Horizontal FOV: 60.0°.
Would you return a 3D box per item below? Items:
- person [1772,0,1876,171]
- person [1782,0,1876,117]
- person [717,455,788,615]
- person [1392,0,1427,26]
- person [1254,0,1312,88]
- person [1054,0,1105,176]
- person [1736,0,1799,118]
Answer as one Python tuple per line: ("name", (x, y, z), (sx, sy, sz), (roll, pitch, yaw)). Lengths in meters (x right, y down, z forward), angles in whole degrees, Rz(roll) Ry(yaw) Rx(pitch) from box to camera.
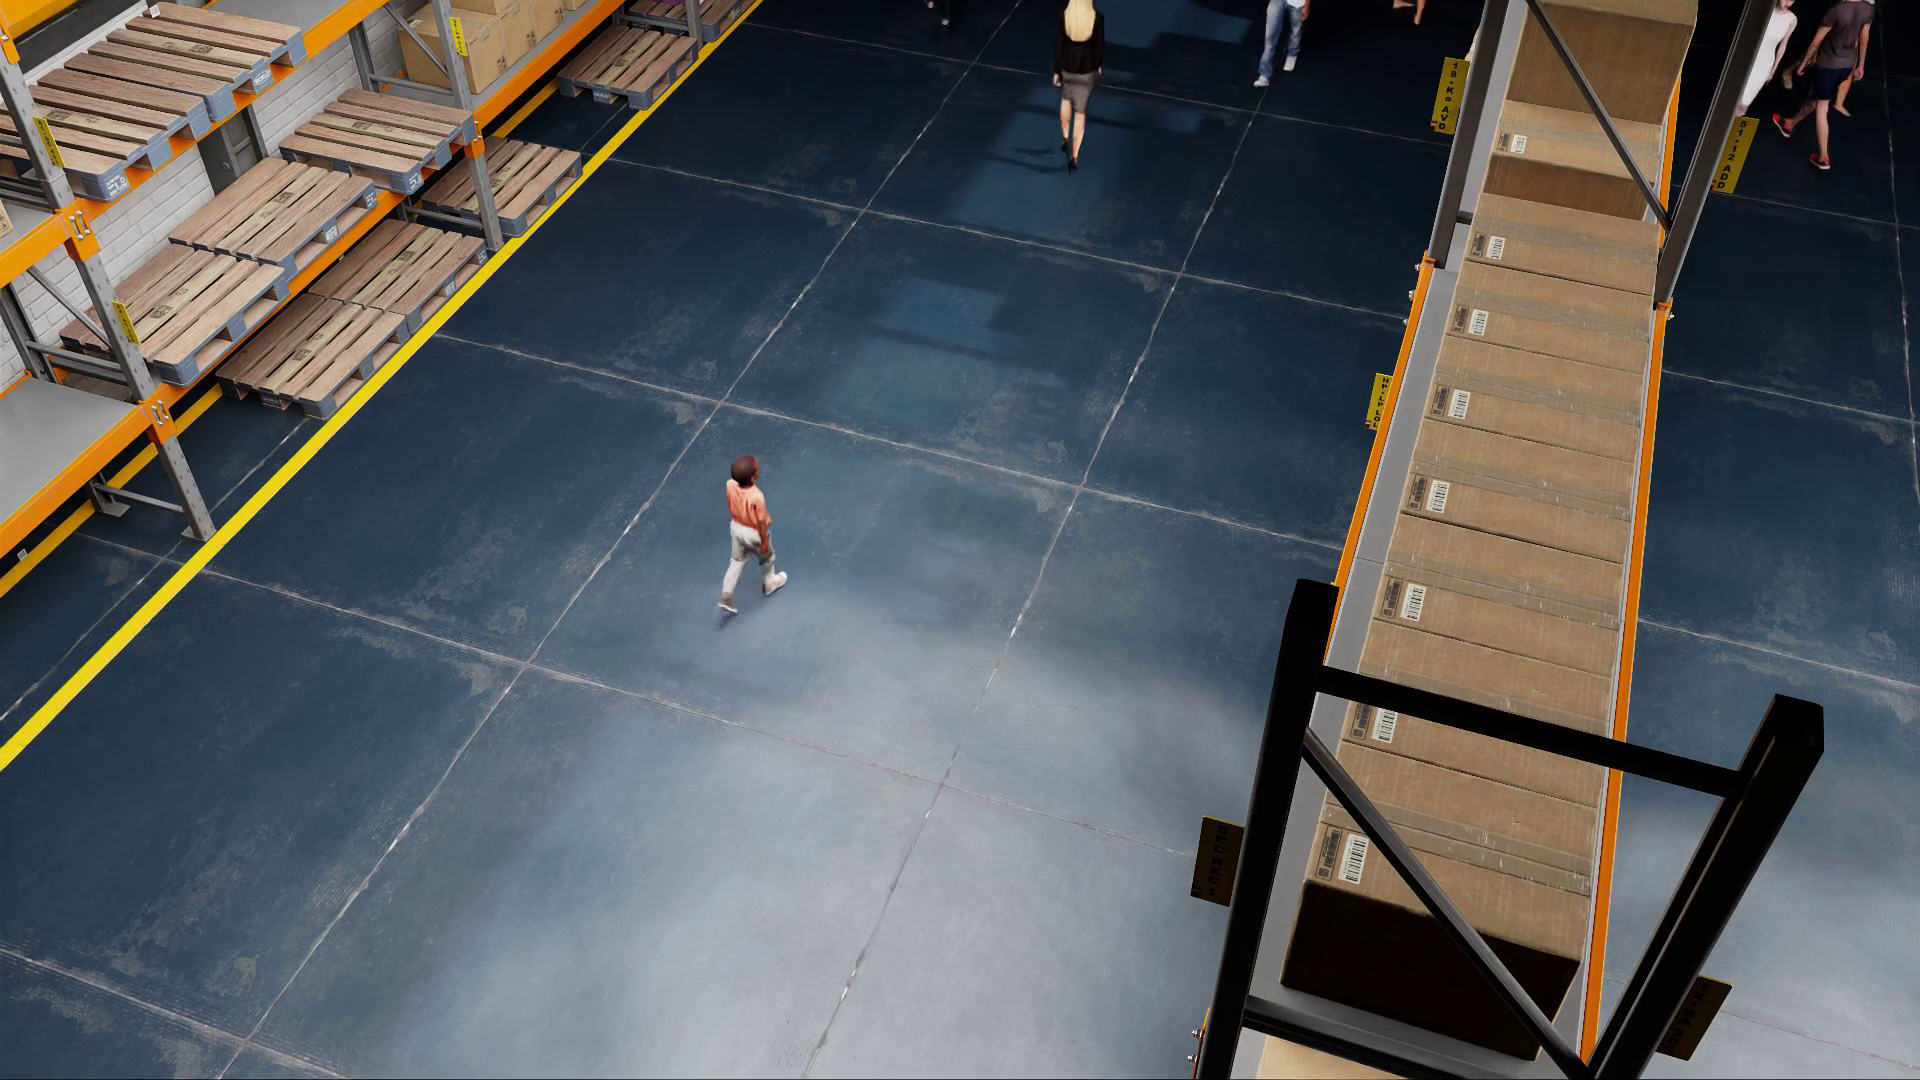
("person", (8.095, -4.302, 15.361), (1.126, 1.800, 1.296), (-8, 44, -9))
("person", (8.577, -5.006, 16.266), (1.017, 1.572, 1.090), (-16, 46, -16))
("person", (-1.470, -0.031, 11.244), (0.604, 1.296, 0.881), (24, 49, 23))
("person", (4.833, -6.341, 17.564), (0.751, 1.714, 0.733), (-21, 48, -21))
("person", (3.341, -5.455, 16.596), (0.730, 1.767, 1.170), (18, 46, 18))
("person", (1.076, -4.187, 15.225), (0.698, 1.822, 0.803), (5, 44, 5))
("person", (7.405, -4.434, 15.520), (0.608, 1.774, 0.845), (18, 46, 18))
